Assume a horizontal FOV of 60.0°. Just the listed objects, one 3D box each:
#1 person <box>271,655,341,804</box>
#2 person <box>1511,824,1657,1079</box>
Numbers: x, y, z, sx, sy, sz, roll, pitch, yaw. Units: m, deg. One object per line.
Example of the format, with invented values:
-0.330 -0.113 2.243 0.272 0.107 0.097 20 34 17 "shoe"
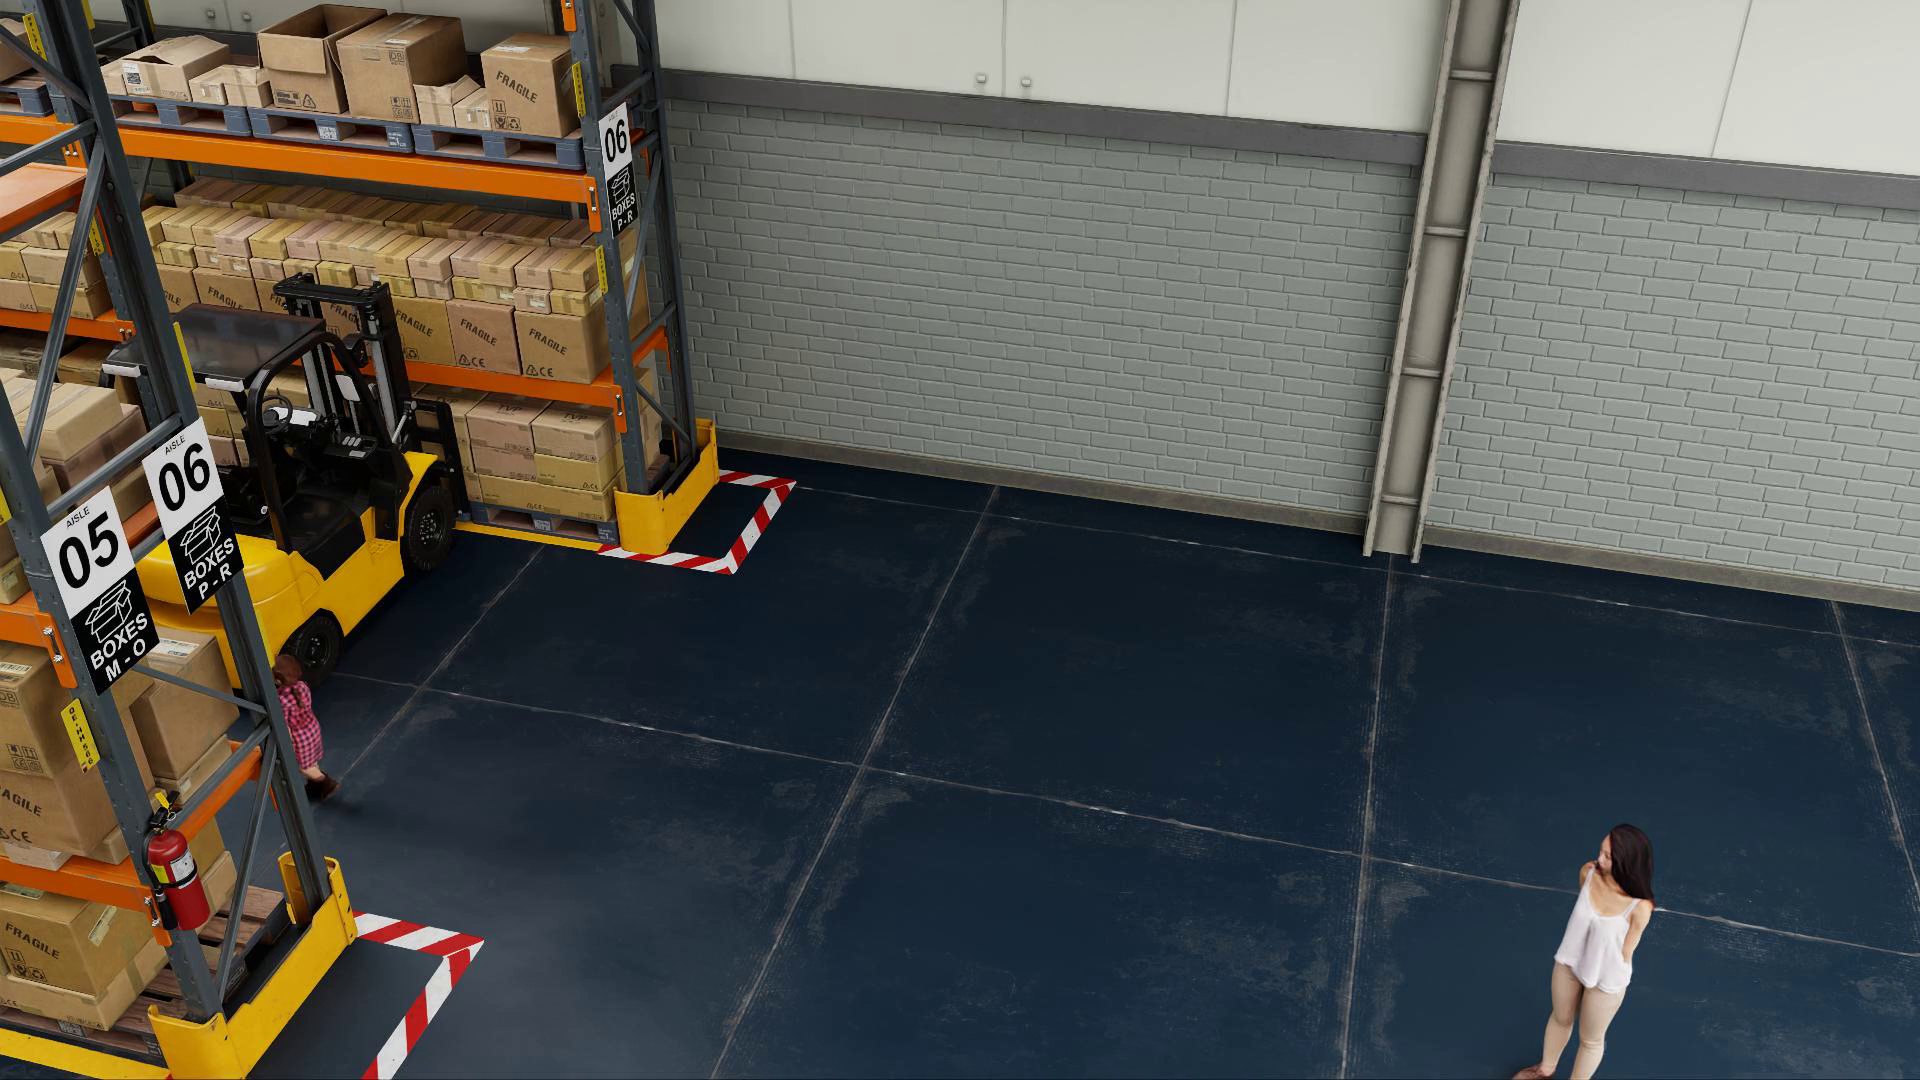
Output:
-3.784 1.110 9.601 0.533 1.013 0.423 8 34 12 "person"
2.945 1.967 7.696 0.742 1.653 0.684 -11 34 -16 "person"
